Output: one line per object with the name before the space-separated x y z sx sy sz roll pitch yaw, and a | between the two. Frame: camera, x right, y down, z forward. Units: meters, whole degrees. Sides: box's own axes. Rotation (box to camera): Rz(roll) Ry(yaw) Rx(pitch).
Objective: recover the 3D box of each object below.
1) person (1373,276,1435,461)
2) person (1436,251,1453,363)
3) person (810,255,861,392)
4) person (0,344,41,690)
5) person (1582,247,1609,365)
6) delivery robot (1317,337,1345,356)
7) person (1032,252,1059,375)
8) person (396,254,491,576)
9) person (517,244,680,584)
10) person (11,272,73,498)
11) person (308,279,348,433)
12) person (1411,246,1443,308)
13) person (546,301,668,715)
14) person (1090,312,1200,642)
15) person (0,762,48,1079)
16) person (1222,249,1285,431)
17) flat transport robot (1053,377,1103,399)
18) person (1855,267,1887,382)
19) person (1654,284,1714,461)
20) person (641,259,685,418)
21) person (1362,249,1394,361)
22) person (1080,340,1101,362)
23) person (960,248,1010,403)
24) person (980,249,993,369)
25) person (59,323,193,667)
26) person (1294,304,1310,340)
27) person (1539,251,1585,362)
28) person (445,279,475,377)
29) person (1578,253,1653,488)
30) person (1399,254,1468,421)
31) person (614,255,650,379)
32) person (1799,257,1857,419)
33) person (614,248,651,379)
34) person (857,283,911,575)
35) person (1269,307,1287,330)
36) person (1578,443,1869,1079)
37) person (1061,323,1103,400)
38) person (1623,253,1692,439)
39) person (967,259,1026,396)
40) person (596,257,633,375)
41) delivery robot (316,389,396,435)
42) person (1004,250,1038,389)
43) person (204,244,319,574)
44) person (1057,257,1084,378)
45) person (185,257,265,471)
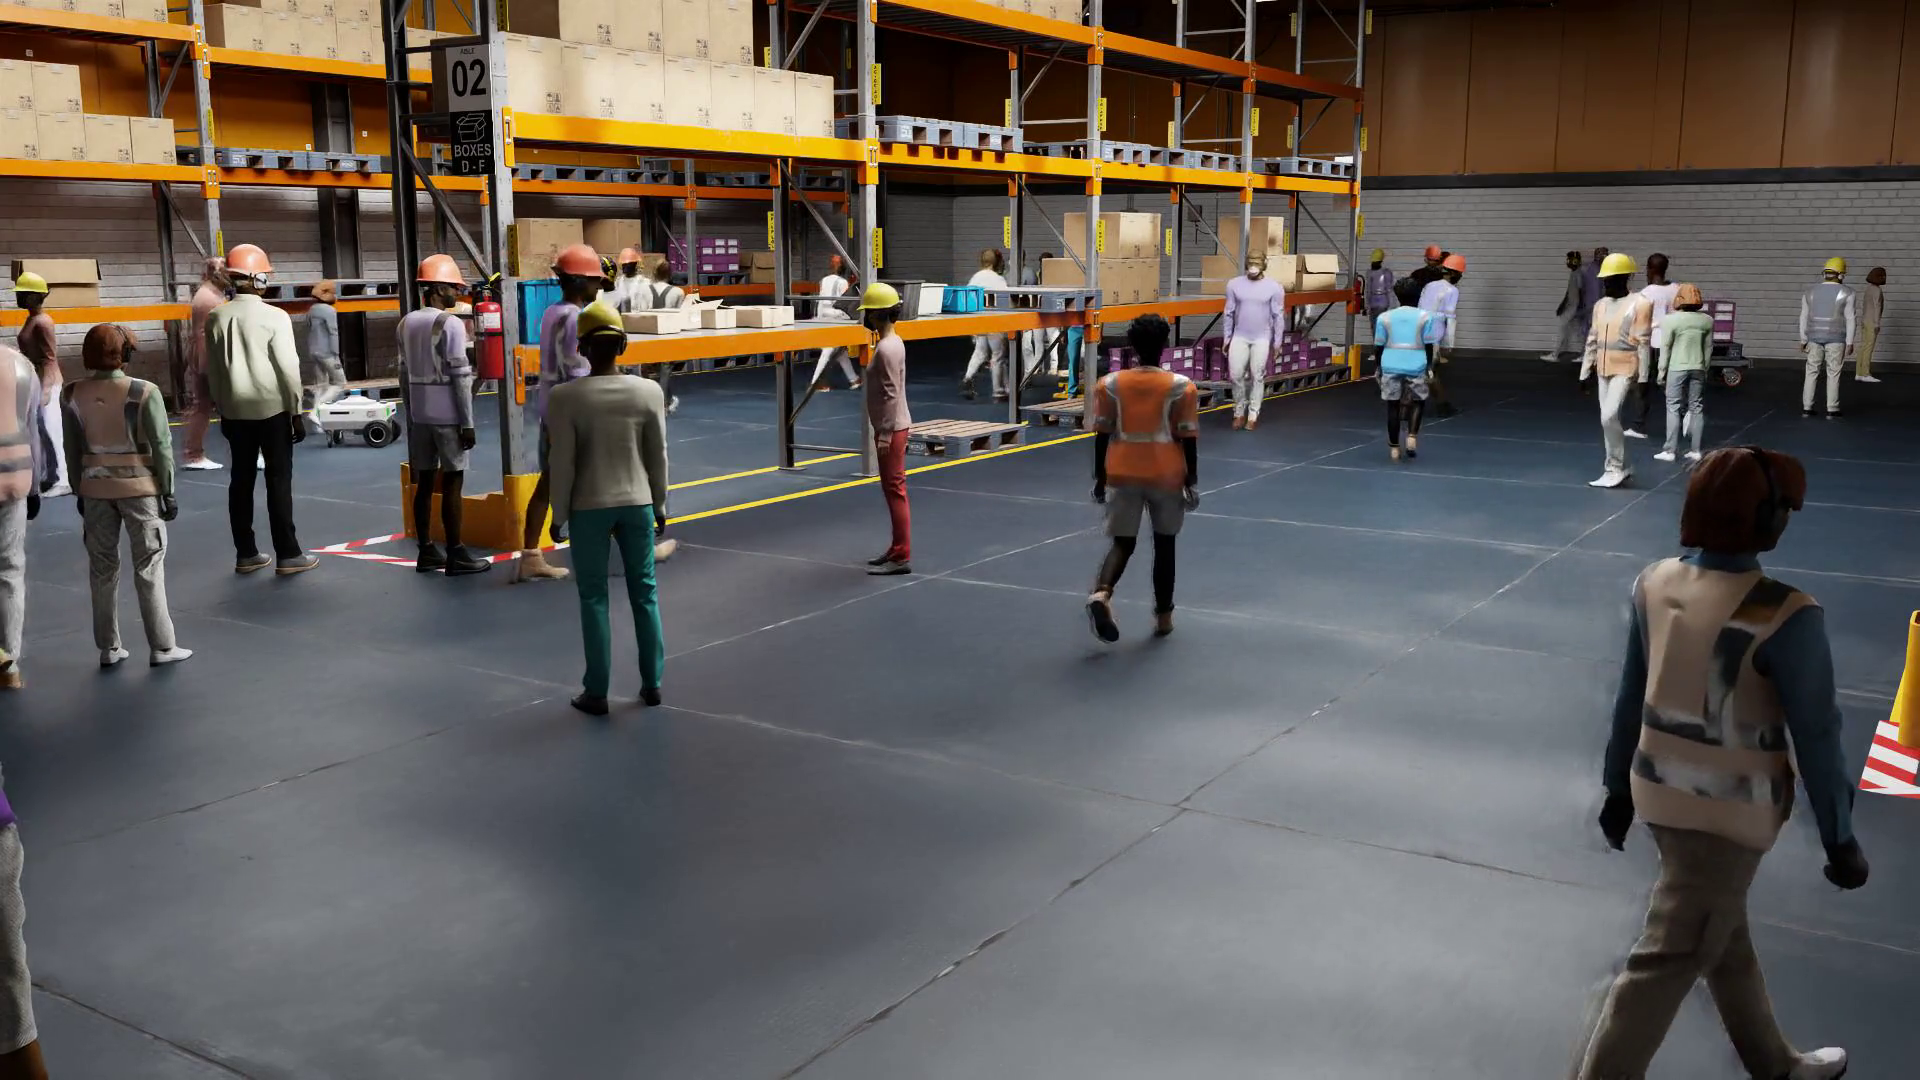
person | 4.050 -1.558 15.206 0.554 1.687 0.355 4 11 19
person | 7.952 -3.847 27.508 0.429 1.842 0.626 3 11 14
person | -1.644 -2.910 22.358 1.020 1.826 0.578 -8 13 -36
person | -4.366 -0.205 7.382 0.444 1.825 0.637 6 12 30
person | 10.420 -3.822 27.186 0.404 1.904 0.651 3 11 17
delivery robot | 5.484 -2.813 25.074 0.707 0.478 0.477 -1 10 -8
person | 1.302 -3.398 25.065 0.647 1.844 0.428 6 12 29
person | -3.136 -0.751 10.086 0.549 1.934 0.374 7 12 32
person | -2.219 -0.747 9.910 1.015 1.986 0.614 -7 12 -35
person | -7.261 -1.218 13.133 0.303 1.772 0.525 -9 14 -42
person | -6.638 -1.912 17.391 0.584 1.612 0.374 10 14 43
person | 7.088 -3.487 25.250 0.621 1.946 1.014 -2 10 -10
person | -1.514 -0.136 7.154 0.533 1.765 0.326 -6 12 -31
person | 0.907 -0.298 8.320 0.554 1.670 0.697 3 11 19
person | -1.562 0.640 2.375 0.551 1.933 0.369 1 10 8
person | 3.083 -2.097 17.571 0.664 1.921 0.564 3 11 17
flat transport robot | 1.815 -1.951 21.344 0.652 0.197 1.431 6 12 30
person | 13.089 -3.088 23.868 0.285 1.633 0.501 2 10 11
person | 6.670 -1.538 15.315 0.496 1.625 0.287 -1 10 -8
person | -3.371 -2.307 19.080 0.535 1.791 0.985 1 10 7
person | 7.118 -3.965 28.063 0.780 1.887 0.634 -5 11 -27
person | 2.166 -3.919 27.733 0.629 1.911 0.955 6 12 30
person | 0.351 -2.630 20.524 0.697 1.922 0.660 -7 13 -35
person | 0.474 -3.640 26.232 0.340 1.881 0.585 -5 12 -28
person | -3.961 -0.203 7.873 0.511 1.639 0.308 0 10 1
person | 5.423 -3.697 26.845 0.940 1.785 0.614 -3 11 -15
person | 10.055 -3.844 27.530 0.914 1.828 0.533 3 11 17
person | -5.351 -1.977 17.725 0.546 1.622 0.381 2 10 11
person | 5.288 -1.360 13.518 0.477 1.909 0.629 -4 11 -19
person | 5.364 -2.269 18.710 0.987 1.855 0.584 -3 11 -17
person | -4.295 -2.857 22.038 0.599 1.832 0.404 3 11 19
person | 9.867 -2.289 18.902 0.404 1.827 0.600 -9 13 -40
person | -4.177 -2.692 20.888 0.580 1.911 0.751 5 11 25
person | -0.459 -0.668 10.098 0.326 1.767 0.533 0 10 0
person | 4.896 -3.635 26.319 0.994 1.856 0.649 -9 14 -41
person | 1.663 0.594 3.587 0.872 1.592 0.520 -2 10 -12
person | 1.515 -2.591 20.558 0.561 1.836 0.379 3 11 16
person | 7.108 -1.950 16.846 0.608 1.899 0.765 -5 11 -24
person | 0.397 -2.777 21.692 1.030 1.800 0.548 -8 13 -39
person | -3.294 -1.728 15.703 0.521 1.865 0.334 8 13 36
delivery robot | -5.936 -1.238 16.350 0.707 0.478 0.477 -1 10 -8
person | 0.813 -3.032 22.717 0.353 1.936 0.635 -8 13 -37
person | -4.251 -0.783 10.090 0.612 1.997 0.375 2 11 14
person | 1.696 -3.417 24.562 0.536 2.000 0.684 -5 12 -27
person | -6.424 -1.530 14.583 0.884 1.858 0.677 -4 11 -21
